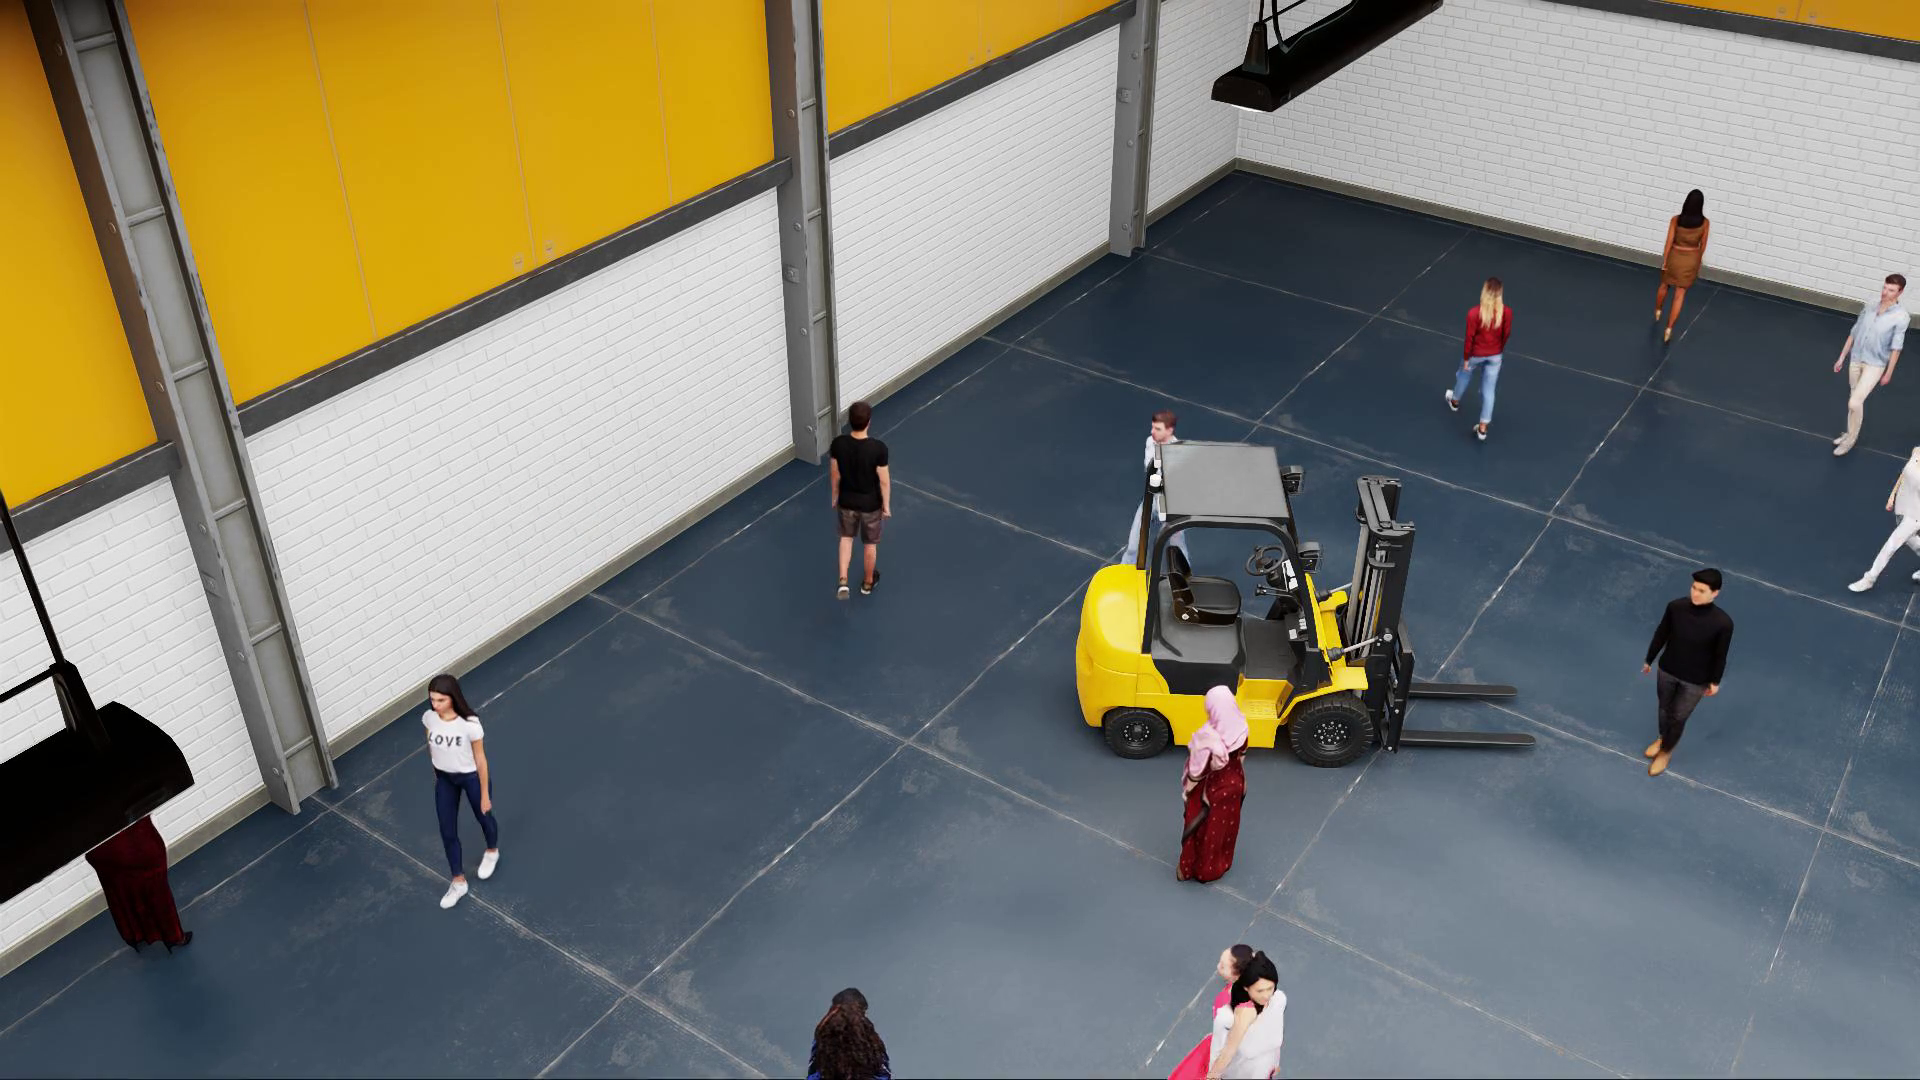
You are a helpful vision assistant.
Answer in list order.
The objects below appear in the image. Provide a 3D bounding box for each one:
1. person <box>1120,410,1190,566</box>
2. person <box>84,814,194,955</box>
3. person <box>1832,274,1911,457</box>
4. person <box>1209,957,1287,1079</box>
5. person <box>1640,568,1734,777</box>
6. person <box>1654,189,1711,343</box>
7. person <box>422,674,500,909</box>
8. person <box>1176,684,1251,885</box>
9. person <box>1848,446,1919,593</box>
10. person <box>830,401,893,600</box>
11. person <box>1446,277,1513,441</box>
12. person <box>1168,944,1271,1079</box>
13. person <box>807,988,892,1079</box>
[{"bbox_3d":[1.760,-0.273,13.833,1.222,1.808,0.861,-25,41,-32],"label":"person"},{"bbox_3d":[-5.316,1.949,10.538,0.760,1.756,0.766,4,34,5],"label":"person"},{"bbox_3d":[8.800,-1.717,15.984,0.870,1.832,0.814,-12,36,-18],"label":"person"},{"bbox_3d":[1.563,2.901,9.156,0.639,1.700,0.760,-16,37,-23],"label":"person"},{"bbox_3d":[5.337,0.906,12.148,0.791,1.710,0.766,-25,41,-32],"label":"person"},{"bbox_3d":[7.813,-2.943,17.988,0.682,1.654,0.986,13,36,19],"label":"person"},{"bbox_3d":[-3.277,1.560,11.123,0.815,1.756,0.963,7,34,10],"label":"person"},{"bbox_3d":[1.710,1.634,11.125,0.695,1.631,0.816,-17,37,-24],"label":"person"},{"bbox_3d":[8.100,-0.261,13.974,1.116,1.633,1.054,-2,34,-3],"label":"person"},{"bbox_3d":[-0.858,-0.274,13.796,0.873,1.851,1.032,7,34,10],"label":"person"},{"bbox_3d":[5.139,-1.746,16.251,0.988,1.585,1.156,1,34,1],"label":"person"},{"bbox_3d":[1.586,2.906,9.175,1.062,1.670,1.118,0,34,0],"label":"person"},{"bbox_3d":[-0.606,3.064,8.989,0.838,1.613,0.905,-3,34,-4],"label":"person"}]
